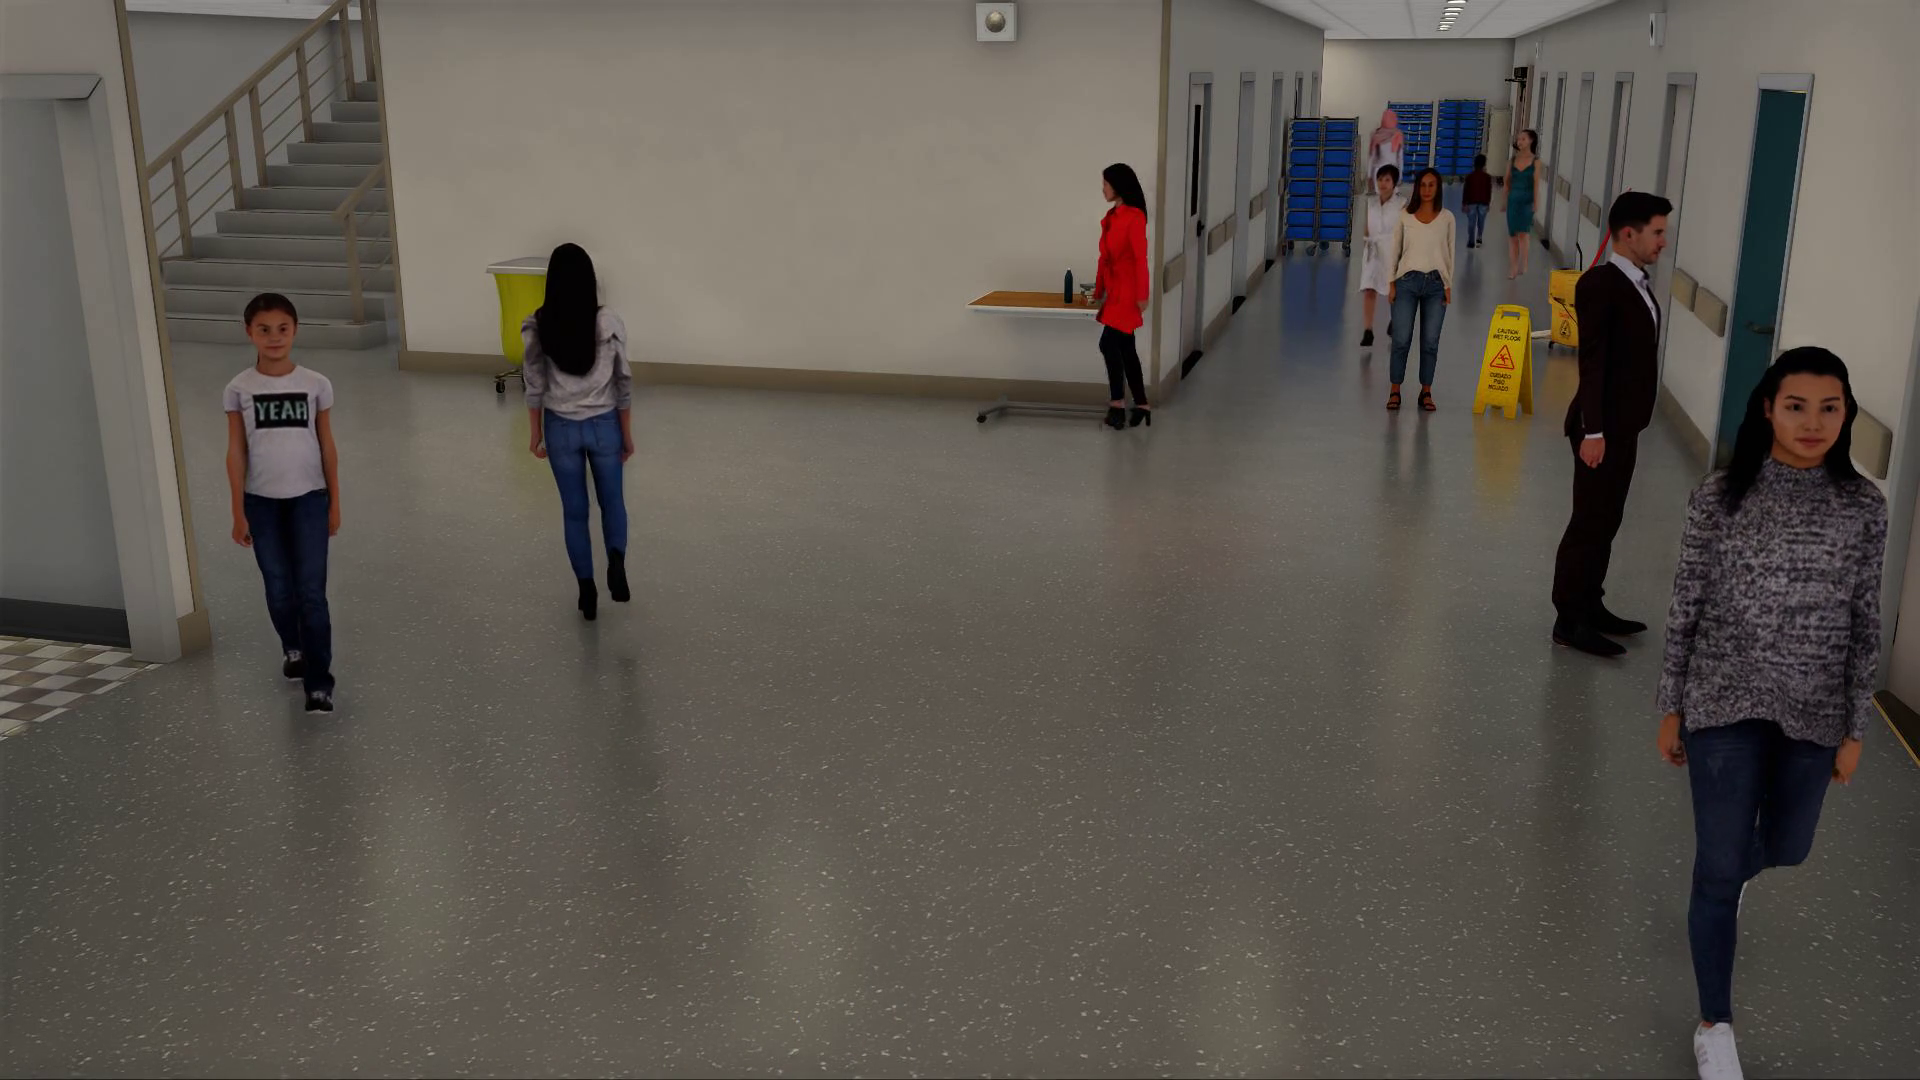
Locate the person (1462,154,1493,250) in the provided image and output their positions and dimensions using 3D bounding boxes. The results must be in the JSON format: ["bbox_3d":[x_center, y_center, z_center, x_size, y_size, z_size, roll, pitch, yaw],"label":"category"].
[{"bbox_3d":[6.930,-4.512,22.241,0.547,1.245,0.557,1,16,5],"label":"person"}]

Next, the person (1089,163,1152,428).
[{"bbox_3d":[1.163,-1.586,10.990,0.836,1.719,0.768,-7,17,-24],"label":"person"}]

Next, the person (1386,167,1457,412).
[{"bbox_3d":[3.239,-1.768,11.704,0.628,1.682,0.551,3,16,10],"label":"person"}]

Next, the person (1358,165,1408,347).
[{"bbox_3d":[3.699,-2.447,14.404,0.743,1.523,1.073,9,18,30],"label":"person"}]

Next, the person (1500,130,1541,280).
[{"bbox_3d":[6.425,-3.798,18.919,0.742,1.673,0.695,-15,22,-42],"label":"person"}]

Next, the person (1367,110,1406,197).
[{"bbox_3d":[5.950,-5.068,23.207,0.678,1.791,0.800,6,17,19],"label":"person"}]

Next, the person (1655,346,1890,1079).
[{"bbox_3d":[1.916,0.391,3.993,0.602,1.710,1.035,4,16,14],"label":"person"}]

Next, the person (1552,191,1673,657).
[{"bbox_3d":[2.650,-0.485,6.816,0.819,1.865,0.670,11,19,34],"label":"person"}]

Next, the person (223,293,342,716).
[{"bbox_3d":[-2.539,-0.145,6.240,0.913,1.522,1.110,-5,17,-17],"label":"person"}]

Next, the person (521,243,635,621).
[{"bbox_3d":[-1.596,-0.434,7.080,0.761,1.623,0.818,-5,16,-17],"label":"person"}]
